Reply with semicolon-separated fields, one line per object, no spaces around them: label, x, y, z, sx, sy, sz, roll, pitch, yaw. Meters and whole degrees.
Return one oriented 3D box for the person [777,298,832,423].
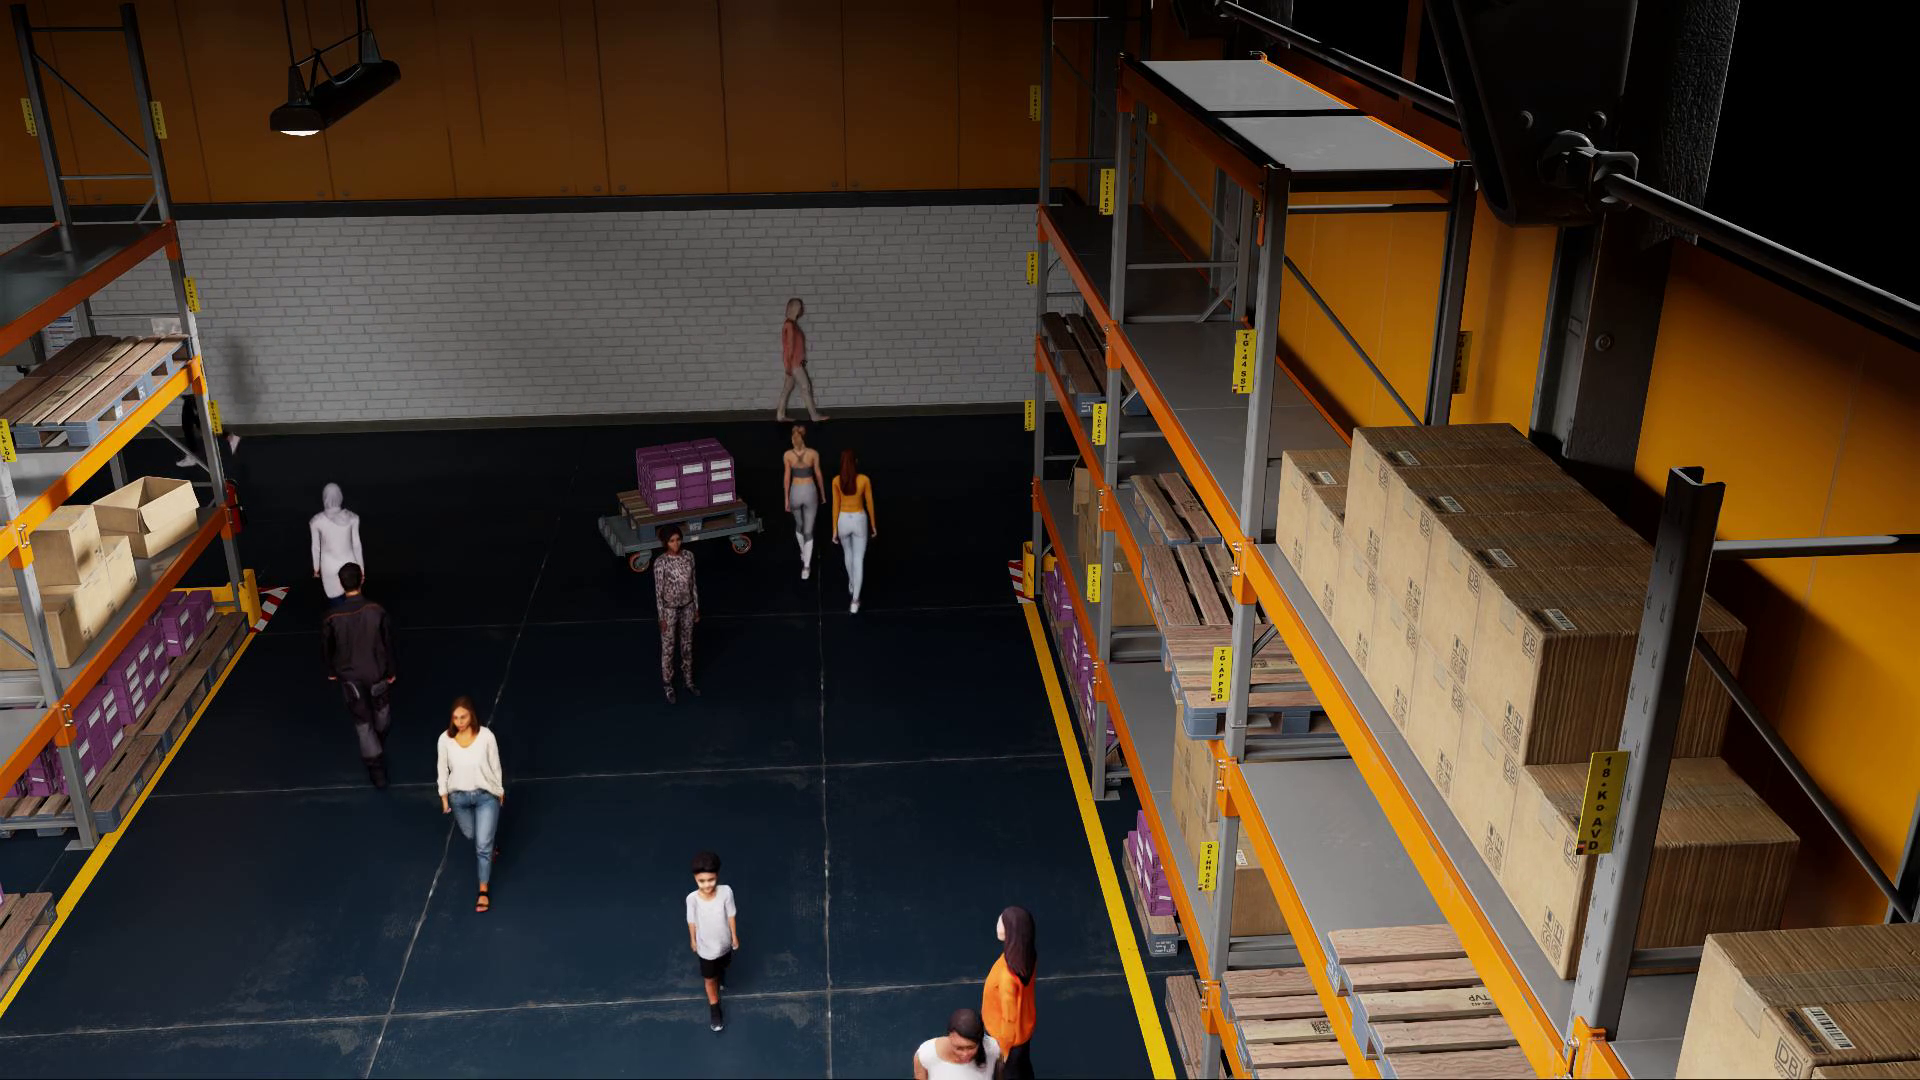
person;-2.297;-2.344;22.004;0.653;1.698;0.865;-2;24;-5

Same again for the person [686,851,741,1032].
person;-1.662;2.620;11.213;0.585;1.244;0.876;-7;24;-15

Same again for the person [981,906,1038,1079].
person;0.324;2.917;9.905;0.748;1.748;0.603;6;24;13

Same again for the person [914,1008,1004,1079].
person;-0.001;3.228;9.304;0.641;1.660;0.828;-4;24;-9

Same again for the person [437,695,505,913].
person;-3.598;1.878;12.402;0.648;1.651;1.018;-1;24;-2

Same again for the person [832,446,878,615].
person;-1.079;-0.067;16.780;0.661;1.709;1.204;0;24;0

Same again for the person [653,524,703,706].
person;-2.574;0.651;15.133;0.666;1.713;0.695;-15;28;-30

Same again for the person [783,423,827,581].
person;-1.652;-0.378;17.548;0.652;1.664;1.146;0;24;1

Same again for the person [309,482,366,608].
person;-5.893;0.340;15.806;0.915;1.743;1.208;-12;26;-25

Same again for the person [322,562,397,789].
person;-4.930;1.153;13.756;1.013;1.896;1.305;-11;26;-24
